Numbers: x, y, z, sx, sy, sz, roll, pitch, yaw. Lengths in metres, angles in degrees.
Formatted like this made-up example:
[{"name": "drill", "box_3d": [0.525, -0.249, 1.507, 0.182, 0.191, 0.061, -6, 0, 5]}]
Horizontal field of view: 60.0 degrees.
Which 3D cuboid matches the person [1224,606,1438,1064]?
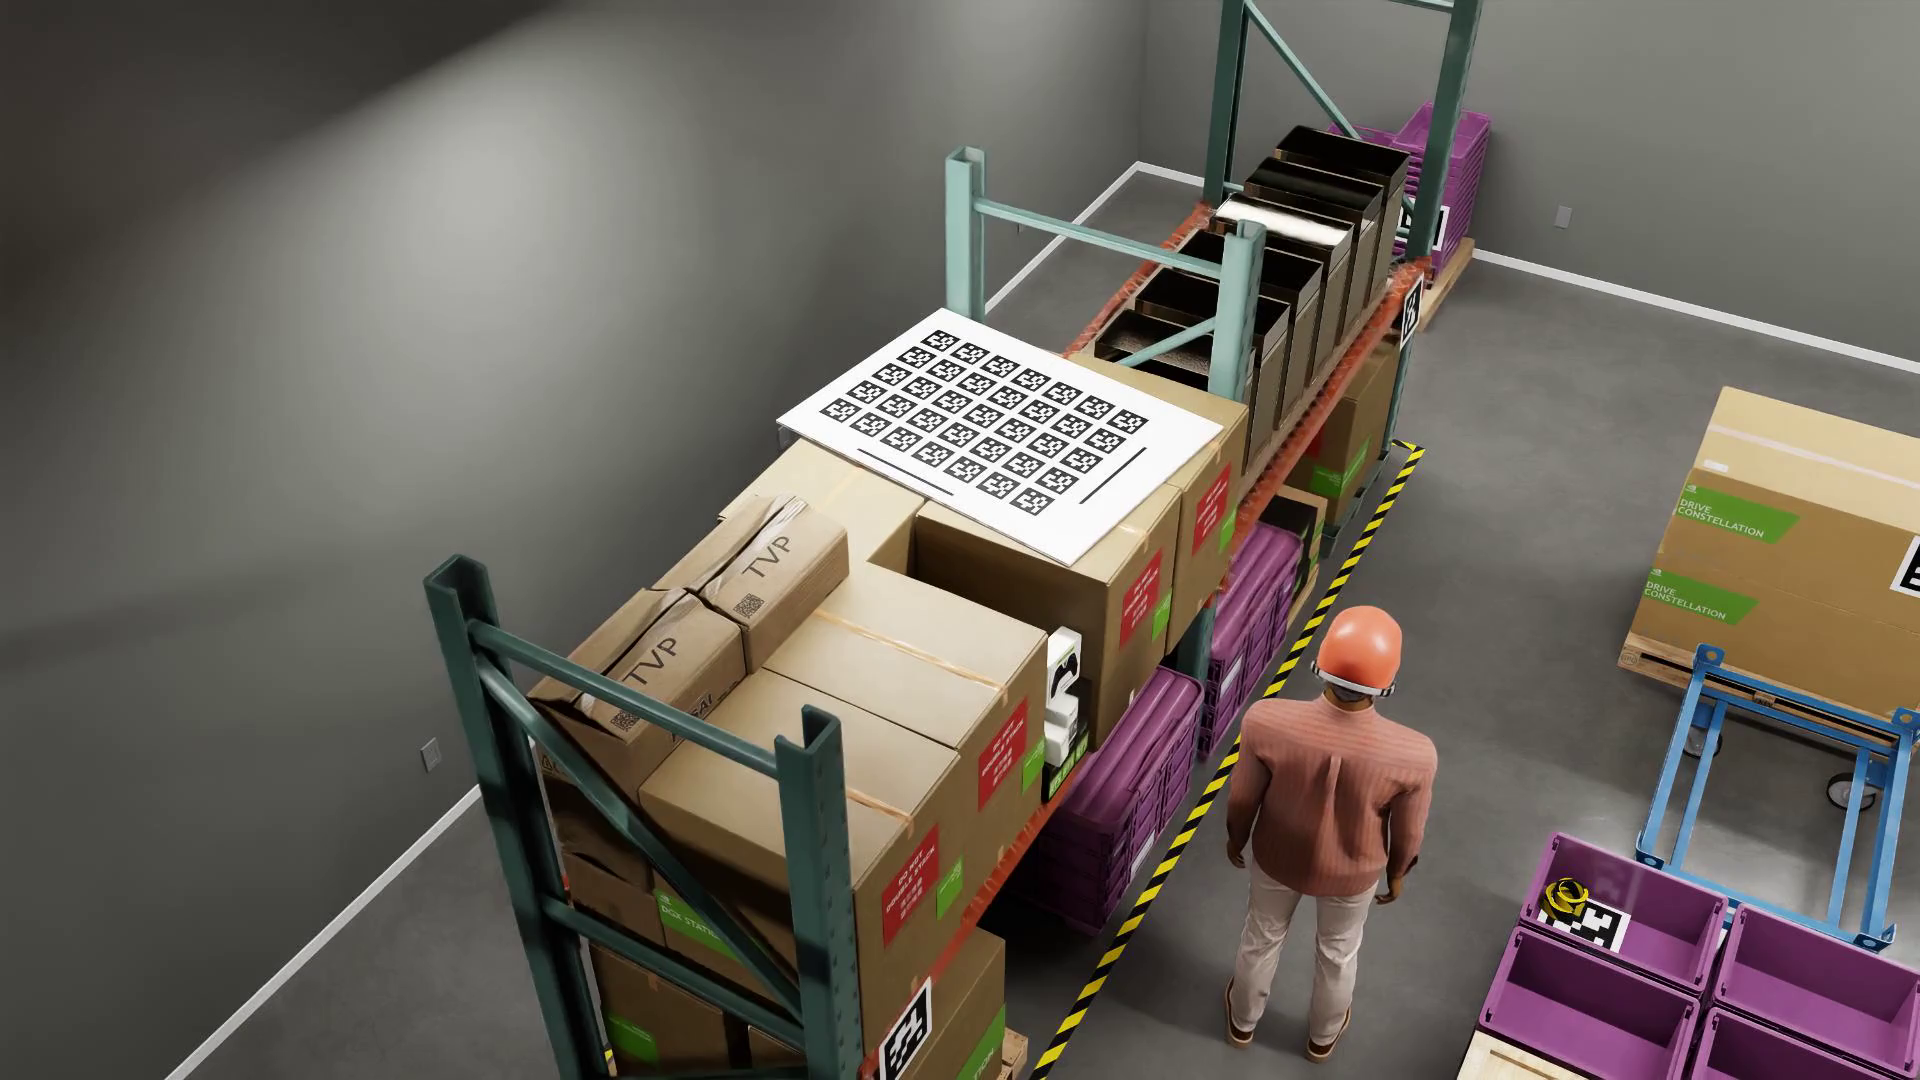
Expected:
[{"name": "person", "box_3d": [1.157, 0.992, 5.371, 0.613, 1.994, 0.382, 10, 41, 12]}]
